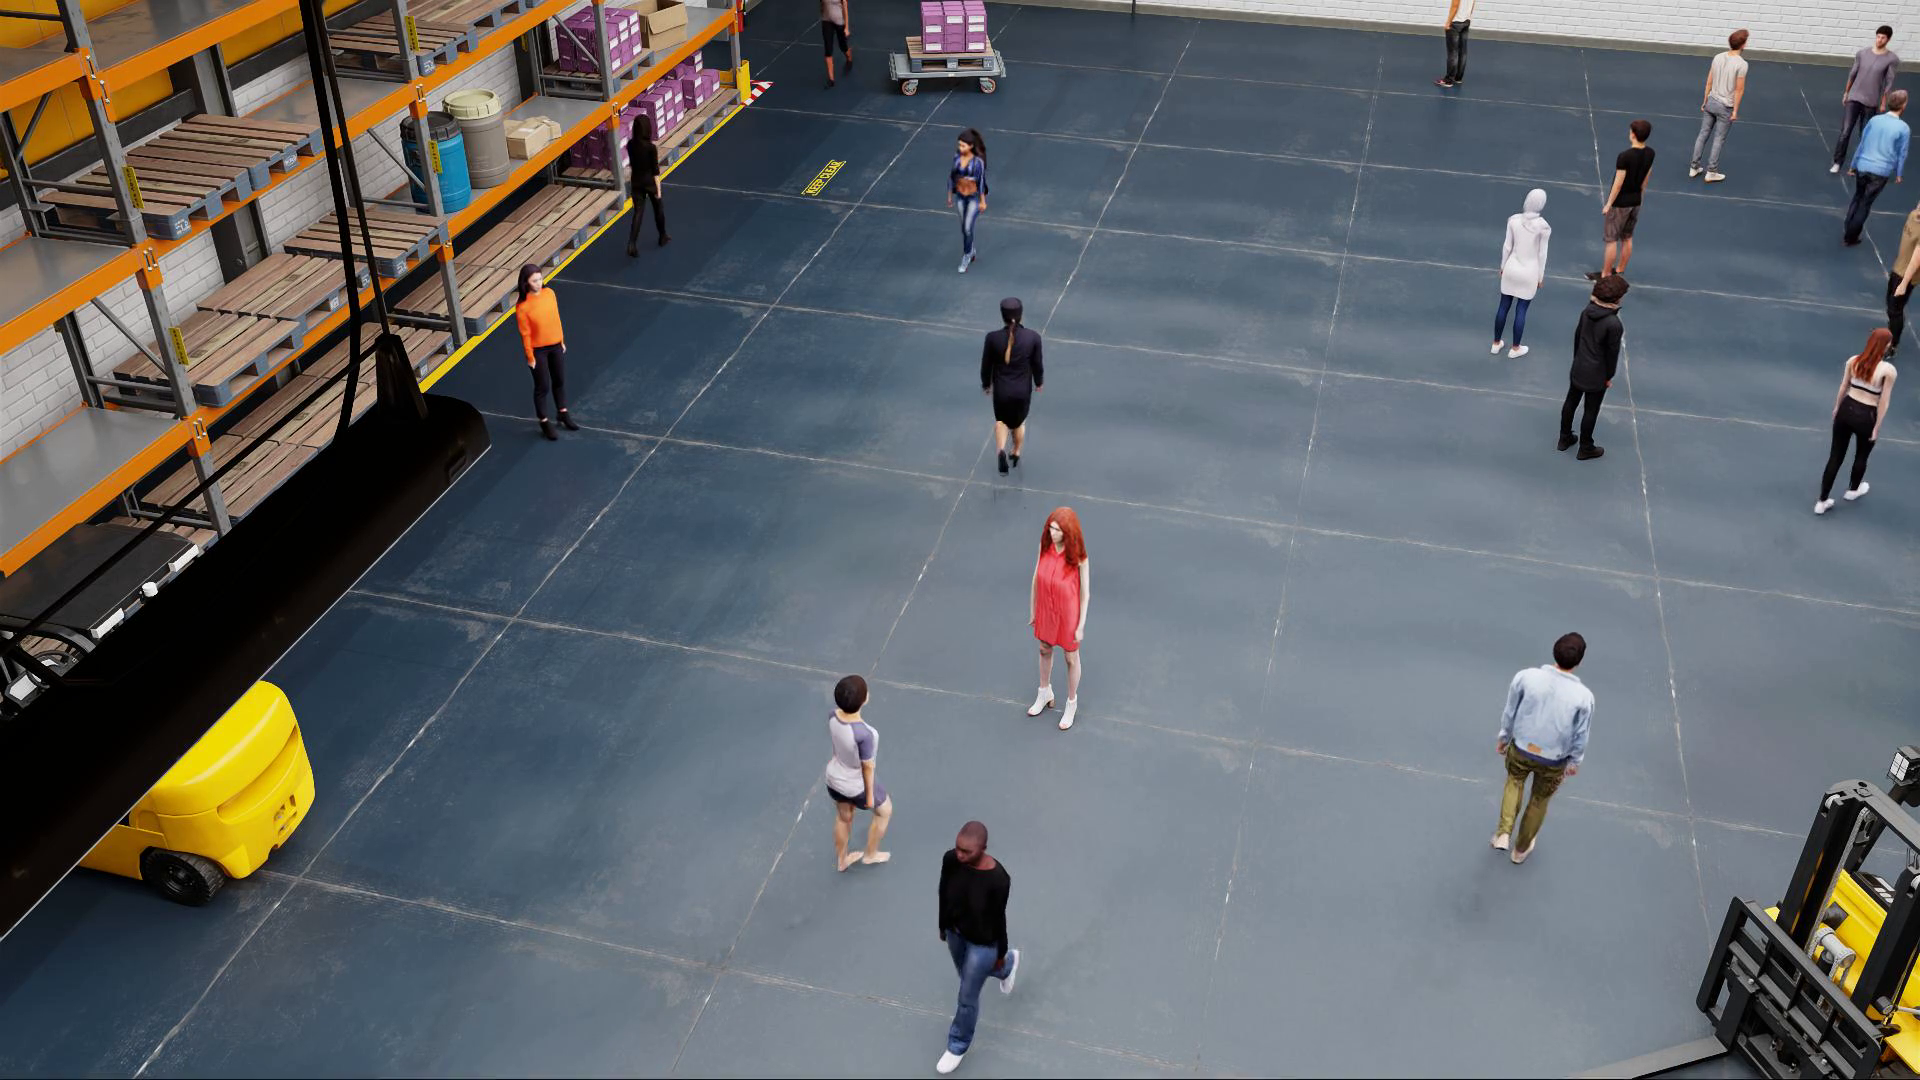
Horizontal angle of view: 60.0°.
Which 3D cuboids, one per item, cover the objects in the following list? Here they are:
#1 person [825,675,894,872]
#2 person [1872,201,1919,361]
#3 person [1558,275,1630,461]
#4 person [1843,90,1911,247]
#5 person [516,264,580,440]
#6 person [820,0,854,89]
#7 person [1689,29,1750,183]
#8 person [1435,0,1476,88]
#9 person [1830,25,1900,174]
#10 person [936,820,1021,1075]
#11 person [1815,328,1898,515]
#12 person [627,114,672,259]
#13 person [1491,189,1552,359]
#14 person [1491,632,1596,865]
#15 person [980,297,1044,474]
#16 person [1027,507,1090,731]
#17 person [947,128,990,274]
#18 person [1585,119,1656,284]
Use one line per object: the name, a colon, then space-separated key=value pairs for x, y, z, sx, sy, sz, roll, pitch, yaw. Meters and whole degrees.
person: x=-0.728 y=1.550 z=10.635 sx=0.733 sy=1.552 sz=0.689 roll=-28 pitch=43 yaw=-35
person: x=9.576 y=-2.693 z=16.778 sx=0.950 sy=1.816 sz=0.544 roll=13 pitch=36 yaw=19
person: x=5.751 y=-1.574 z=15.128 sx=0.784 sy=1.780 sz=0.721 roll=-17 pitch=37 yaw=-23
person: x=10.485 y=-4.258 z=19.152 sx=0.920 sy=1.797 sz=0.861 roll=-19 pitch=38 yaw=-26
person: x=-3.875 y=-1.771 z=15.454 sx=0.744 sy=1.747 sz=0.599 roll=20 pitch=38 yaw=27
person: x=-1.778 y=-7.463 z=24.049 sx=0.626 sy=1.712 sz=1.129 roll=9 pitch=35 yaw=14
person: x=9.544 y=-5.461 z=20.870 sx=0.778 sy=1.898 sz=0.732 roll=-20 pitch=38 yaw=-27
person: x=7.213 y=-7.476 z=23.991 sx=0.697 sy=1.798 sz=0.778 roll=-21 pitch=39 yaw=-28
person: x=11.535 y=-5.625 z=21.178 sx=0.938 sy=1.830 sz=1.141 roll=24 pitch=40 yaw=31
person: x=0.121 y=2.214 z=9.477 sx=0.855 sy=1.727 sz=1.134 roll=22 pitch=39 yaw=29
person: x=7.656 y=-0.995 z=14.302 sx=1.014 sy=1.730 sz=0.908 roll=-23 pitch=40 yaw=-31
person: x=-3.630 y=-4.008 z=18.941 sx=0.552 sy=1.613 sz=1.023 roll=8 pitch=35 yaw=12
person: x=5.671 y=-2.693 z=16.815 sx=0.683 sy=1.777 sz=0.671 roll=25 pitch=41 yaw=33
person: x=3.687 y=1.390 z=10.653 sx=0.789 sy=1.798 sz=0.803 roll=19 pitch=38 yaw=26
person: x=0.456 y=-1.312 z=14.846 sx=0.845 sy=1.656 sz=0.928 roll=1 pitch=34 yaw=2
person: x=0.714 y=0.542 z=11.902 sx=0.654 sy=1.828 sz=0.622 roll=21 pitch=39 yaw=29
person: x=0.129 y=-3.856 z=18.715 sx=0.775 sy=1.610 sz=0.857 roll=20 pitch=39 yaw=28
person: x=7.302 y=-3.705 z=18.261 sx=0.759 sy=1.861 sz=0.803 roll=-15 pitch=37 yaw=-22
